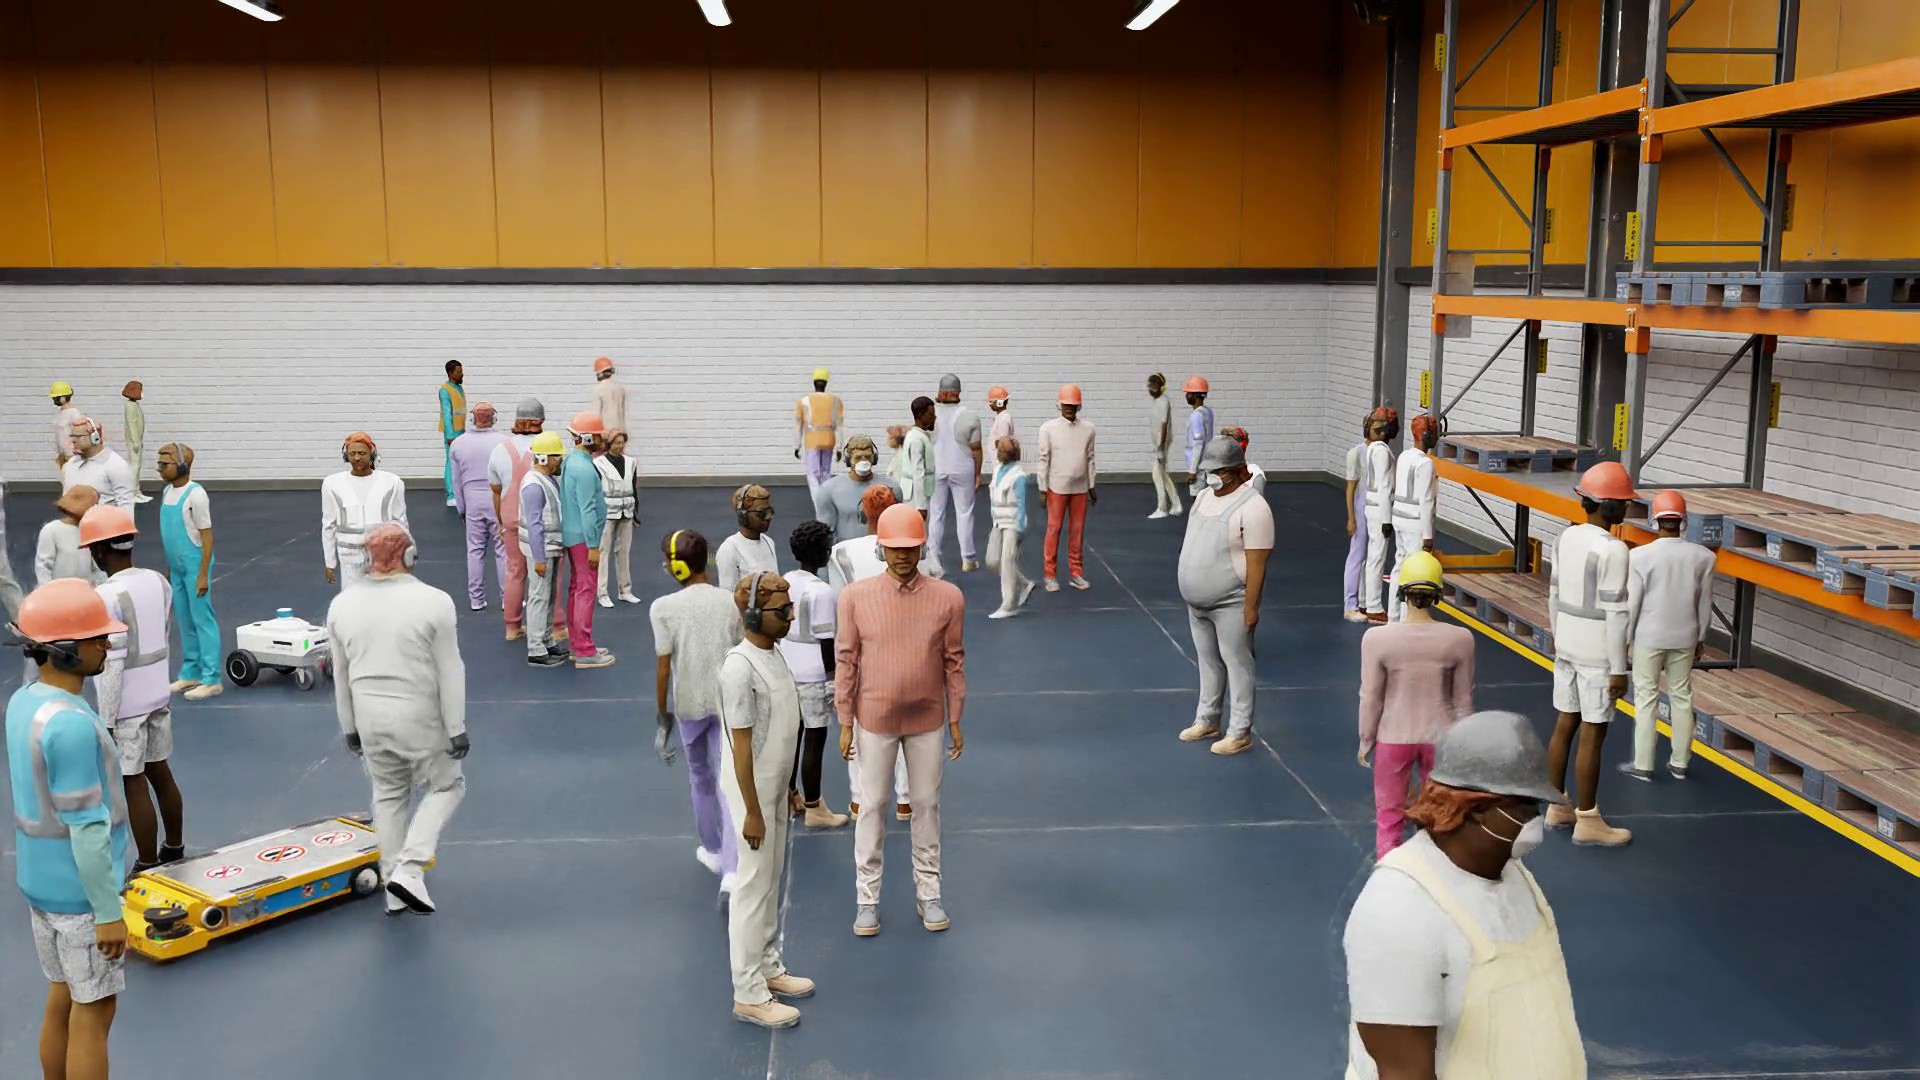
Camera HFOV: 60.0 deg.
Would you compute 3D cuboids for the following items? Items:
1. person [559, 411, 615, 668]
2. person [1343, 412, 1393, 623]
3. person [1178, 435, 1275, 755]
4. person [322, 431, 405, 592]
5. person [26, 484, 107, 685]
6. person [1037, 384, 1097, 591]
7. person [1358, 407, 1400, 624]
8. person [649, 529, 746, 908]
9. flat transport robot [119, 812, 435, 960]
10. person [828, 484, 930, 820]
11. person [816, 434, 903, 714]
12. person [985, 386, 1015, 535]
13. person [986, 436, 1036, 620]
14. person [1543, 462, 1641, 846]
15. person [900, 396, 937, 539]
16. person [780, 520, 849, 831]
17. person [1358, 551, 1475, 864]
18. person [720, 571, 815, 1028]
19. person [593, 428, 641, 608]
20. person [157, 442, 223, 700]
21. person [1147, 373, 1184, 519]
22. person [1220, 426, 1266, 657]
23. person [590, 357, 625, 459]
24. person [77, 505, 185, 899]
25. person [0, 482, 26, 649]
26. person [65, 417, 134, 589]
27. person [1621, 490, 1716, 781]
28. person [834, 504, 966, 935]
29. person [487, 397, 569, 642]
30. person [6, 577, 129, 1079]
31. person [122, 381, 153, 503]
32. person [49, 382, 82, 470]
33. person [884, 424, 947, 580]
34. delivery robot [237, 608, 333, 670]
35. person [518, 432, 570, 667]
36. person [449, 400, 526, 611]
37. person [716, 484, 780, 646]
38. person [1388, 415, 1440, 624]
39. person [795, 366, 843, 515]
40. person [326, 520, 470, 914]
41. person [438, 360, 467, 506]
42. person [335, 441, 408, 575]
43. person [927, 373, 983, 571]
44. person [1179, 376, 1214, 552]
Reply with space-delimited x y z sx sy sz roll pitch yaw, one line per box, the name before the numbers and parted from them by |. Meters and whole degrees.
person | -2.887 -0.008 12.883 0.407 1.987 0.615 -4 10 -23
person | 3.581 -0.203 14.544 0.515 1.844 0.329 -6 11 -34
person | 1.647 0.329 10.590 0.535 2.000 0.680 -5 10 -29
person | -4.380 0.141 12.260 0.586 1.882 0.343 -3 10 -20
person | -6.161 0.407 11.533 0.728 1.580 0.554 4 10 23
person | 1.038 -0.504 15.968 0.625 1.991 0.380 -4 10 -23
person | 3.659 -0.214 14.501 0.355 1.881 0.574 0 9 1
person | -1.206 0.843 8.103 0.575 1.813 0.968 -3 9 -16
flat transport robot | -3.327 1.624 7.997 0.652 0.197 1.431 6 11 35
person | -0.436 0.625 9.223 0.584 1.884 0.349 0 9 2
person | -0.683 0.231 11.522 0.635 1.938 0.359 -3 10 -21
person | 0.461 -0.915 19.331 0.346 1.743 0.562 0 9 0
person | 0.455 -0.117 14.676 0.452 1.623 0.535 -5 10 -26
person | 3.385 0.599 8.890 0.392 2.045 0.608 -2 9 -10
person | -0.380 -0.372 15.377 0.377 1.917 0.600 0 9 -3
person | -0.825 0.733 9.131 0.319 1.695 0.538 -6 11 -33
person | 2.095 0.930 7.684 0.525 1.769 0.315 0 9 2
person | -0.790 1.035 6.769 0.345 1.846 0.508 1 9 8
person | -3.156 -0.208 15.229 0.309 1.638 0.511 8 12 41
person | -5.519 0.220 11.886 0.506 1.846 0.349 7 11 37
person | 2.560 -1.169 20.686 0.603 1.826 0.602 -1 9 -6
person | 2.182 0.019 13.147 0.389 1.846 0.565 -6 11 -31
person | -4.637 -1.380 21.544 0.795 1.963 0.665 6 11 32
person | -4.049 0.786 8.077 0.379 1.925 0.552 1 9 4
person | -7.855 0.043 13.216 0.609 1.778 0.957 4 10 25
person | -6.876 -0.025 13.236 0.652 1.906 0.403 4 10 23
person | 4.217 0.572 9.996 0.576 1.746 0.359 -1 9 -5
person | -0.271 0.819 7.657 0.612 1.995 0.376 -2 9 -11
person | -3.521 -0.183 13.805 0.685 2.000 0.537 2 9 10
person | -2.906 1.135 5.521 0.377 2.045 0.605 -9 13 -43
person | -10.986 -1.308 22.177 0.280 1.624 0.494 -3 10 -21
person | -10.698 -1.018 19.948 0.524 1.761 0.339 6 11 34
person | -0.541 -0.319 16.053 0.825 1.604 0.530 -1 9 -7
delivery robot | -4.986 0.749 12.312 0.707 0.478 0.477 4 10 21
person | -3.212 0.068 12.926 0.404 1.824 0.588 0 9 -2
person | -4.231 -0.305 14.977 0.643 1.914 0.411 1 9 5
person | -1.184 0.596 9.529 0.344 1.846 0.506 4 10 22
person | 3.772 -0.096 13.800 0.355 1.874 0.573 -1 9 -7
person | -1.720 -1.191 20.569 0.593 1.902 0.692 -3 9 -17
person | -2.619 0.848 7.803 0.664 1.887 0.464 2 9 11
person | -6.652 -1.409 21.896 0.391 1.917 0.593 0 9 1
person | -4.707 0.046 13.306 0.571 1.744 0.350 -2 9 -12
person | -0.089 -0.698 17.040 0.684 2.000 0.538 2 9 10
person | 2.574 -0.817 18.108 0.368 1.939 0.542 3 10 20
